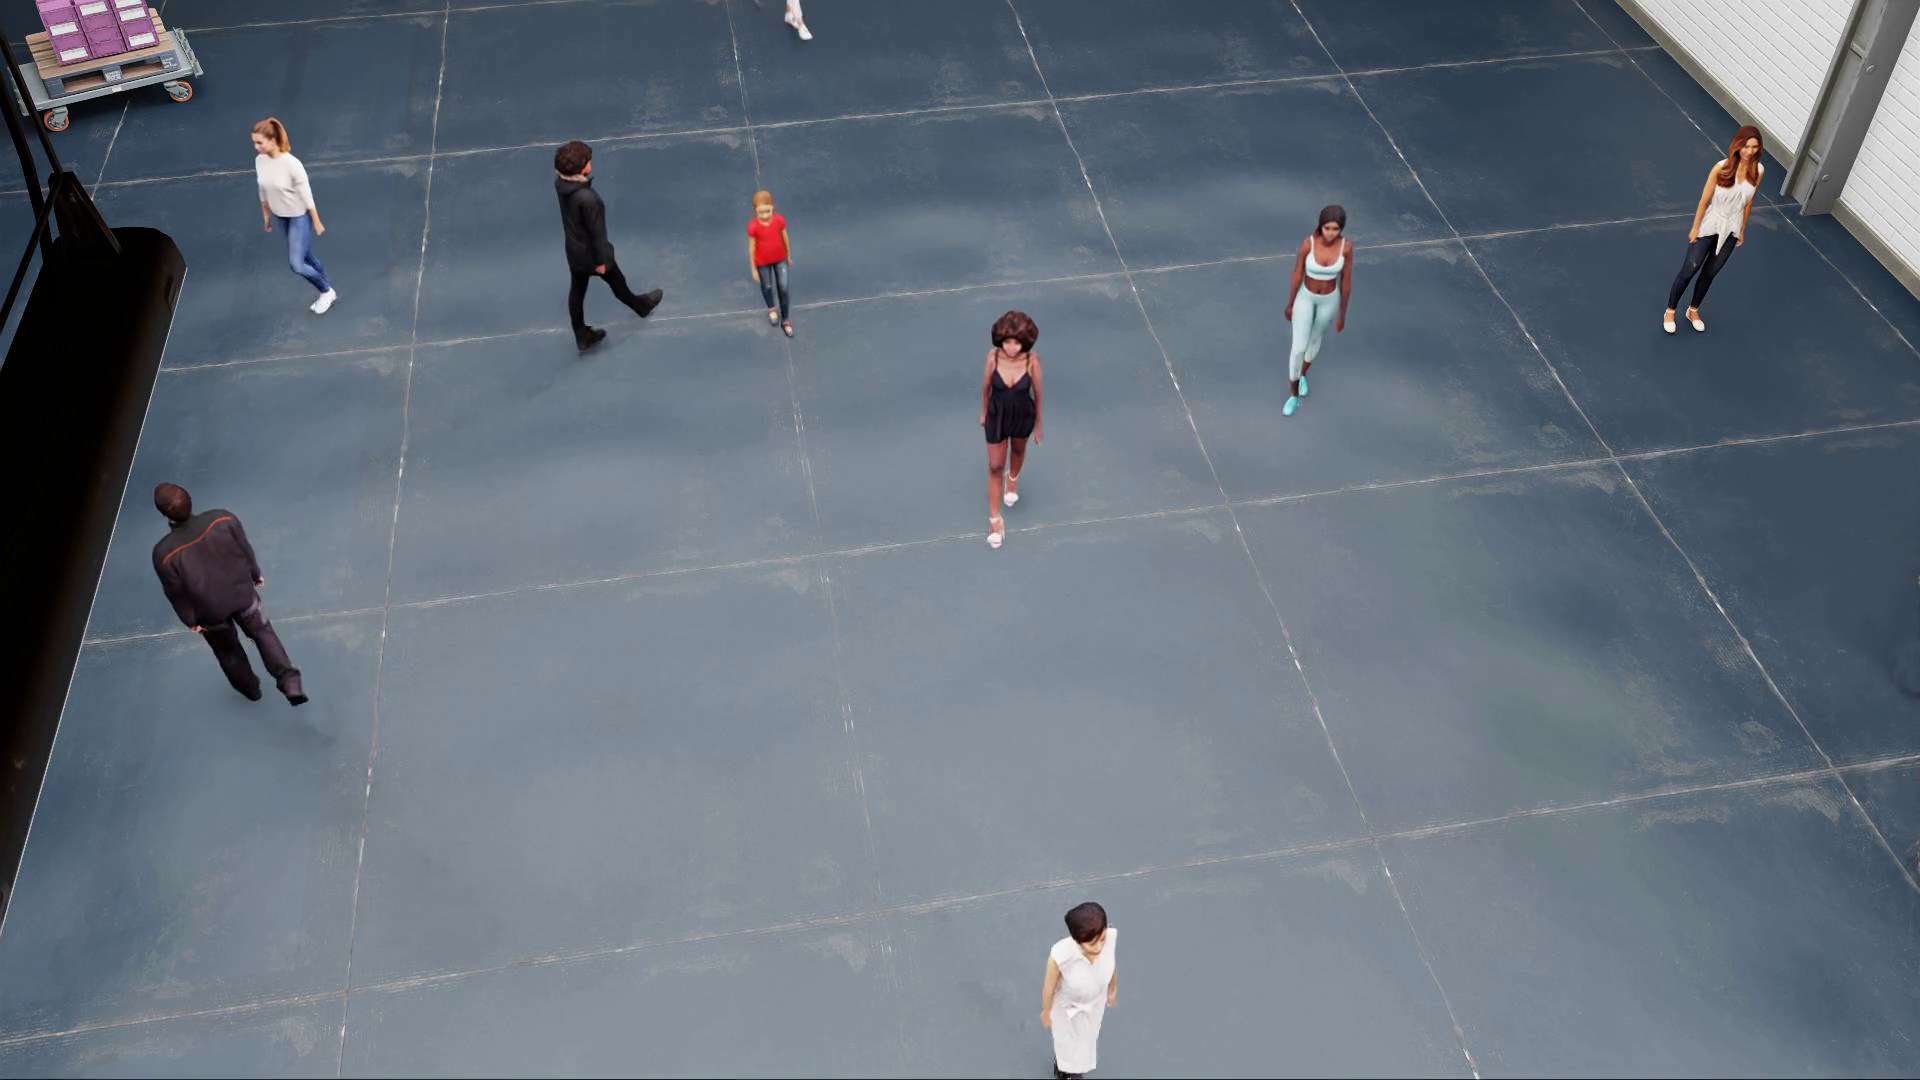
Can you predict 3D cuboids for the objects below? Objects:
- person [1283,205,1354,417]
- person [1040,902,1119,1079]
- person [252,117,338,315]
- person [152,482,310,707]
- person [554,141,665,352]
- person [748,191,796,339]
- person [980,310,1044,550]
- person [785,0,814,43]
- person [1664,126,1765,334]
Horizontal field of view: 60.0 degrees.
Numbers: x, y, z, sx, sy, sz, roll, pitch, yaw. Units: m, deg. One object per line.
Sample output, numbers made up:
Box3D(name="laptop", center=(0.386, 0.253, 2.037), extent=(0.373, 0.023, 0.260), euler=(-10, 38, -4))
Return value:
Box3D(name="person", center=(2.673, -1.813, 12.479), extent=(0.719, 1.709, 0.870), euler=(5, 44, 5))
Box3D(name="person", center=(0.548, 2.254, 8.329), extent=(0.666, 1.546, 0.716), euler=(-24, 49, -23))
Box3D(name="person", center=(-5.270, -2.606, 13.314), extent=(0.746, 1.707, 0.797), euler=(21, 48, 21))
Box3D(name="person", center=(-4.420, 0.395, 10.078), extent=(1.116, 1.823, 1.017), euler=(34, 53, 31))
Box3D(name="person", center=(-2.943, -2.220, 12.884), extent=(1.098, 1.740, 1.104), euler=(32, 52, 29))
Box3D(name="person", center=(-1.523, -2.268, 13.262), extent=(0.528, 1.287, 0.682), euler=(-11, 45, -11))
Box3D(name="person", center=(0.356, -0.887, 11.471), extent=(0.722, 1.759, 1.031), euler=(2, 44, 2))
Box3D(name="person", center=(-1.750, -5.996, 16.893), extent=(0.867, 1.677, 1.043), euler=(-24, 49, -23))
Box3D(name="person", center=(5.947, -2.446, 13.088), extent=(0.611, 1.785, 0.562), euler=(-1, 44, -2))
